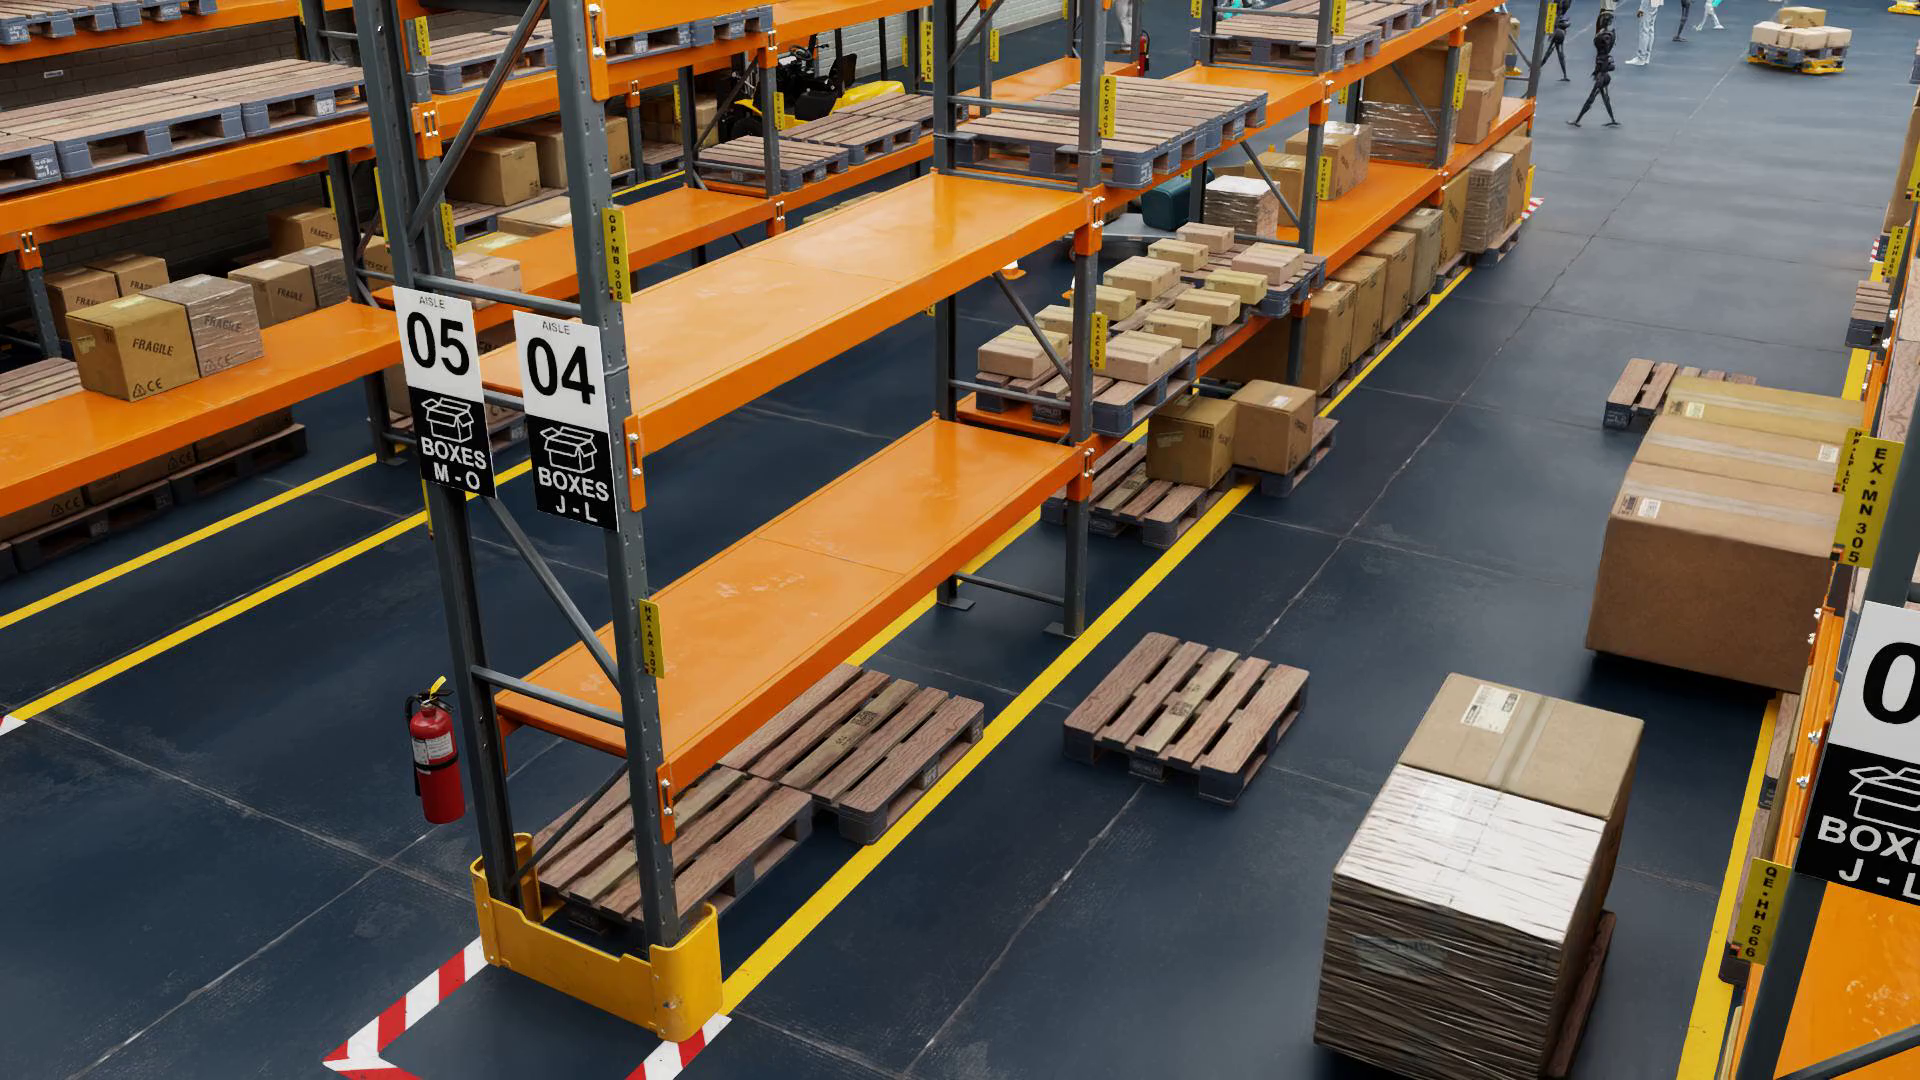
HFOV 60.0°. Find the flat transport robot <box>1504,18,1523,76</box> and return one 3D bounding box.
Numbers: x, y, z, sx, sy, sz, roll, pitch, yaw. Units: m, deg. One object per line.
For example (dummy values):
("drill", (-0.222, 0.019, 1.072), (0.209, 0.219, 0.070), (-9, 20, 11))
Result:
("flat transport robot", (8.587, -7.890, 27.736), (1.431, 0.231, 0.659), (2, 26, 3))

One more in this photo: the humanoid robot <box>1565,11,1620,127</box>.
("humanoid robot", (9.131, -6.700, 23.698), (0.787, 1.620, 0.608), (4, 26, 9))

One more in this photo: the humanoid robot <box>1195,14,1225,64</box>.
("humanoid robot", (3.498, -6.471, 23.170), (0.601, 1.646, 0.365), (15, 29, 28))

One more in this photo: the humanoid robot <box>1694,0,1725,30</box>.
("humanoid robot", (14.417, -10.559, 31.677), (0.828, 1.867, 0.546), (2, 26, 5))

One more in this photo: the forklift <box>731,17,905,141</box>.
("forklift", (-1.819, -5.975, 21.543), (2.313, 2.155, 1.214), (14, 29, 26))

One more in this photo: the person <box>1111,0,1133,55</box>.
("person", (2.946, -9.524, 29.268), (0.671, 1.904, 0.504), (-16, 30, -29))

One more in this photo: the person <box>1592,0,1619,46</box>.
("person", (11.768, -9.939, 30.038), (0.361, 1.964, 0.612), (1, 26, 1))

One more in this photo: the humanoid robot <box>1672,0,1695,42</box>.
("humanoid robot", (13.390, -10.027, 30.546), (0.329, 1.653, 0.590), (11, 28, 21))

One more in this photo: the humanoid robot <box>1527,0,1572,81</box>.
("humanoid robot", (9.682, -8.325, 27.051), (0.735, 1.631, 0.601), (12, 28, 24))

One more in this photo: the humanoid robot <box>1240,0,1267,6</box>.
("humanoid robot", (5.957, -11.922, 34.438), (0.911, 1.775, 0.543), (-6, 26, -13))

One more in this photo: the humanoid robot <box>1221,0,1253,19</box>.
("humanoid robot", (4.825, -9.434, 29.288), (0.798, 1.792, 0.544), (-16, 30, -30))

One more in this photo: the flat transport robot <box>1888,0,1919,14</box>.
("flat transport robot", (19.724, -10.968, 34.133), (1.431, 0.231, 0.659), (-18, 31, -33))

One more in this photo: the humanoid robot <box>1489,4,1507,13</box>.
("humanoid robot", (9.202, -9.002, 28.401), (0.540, 1.815, 0.767), (-19, 31, -34))

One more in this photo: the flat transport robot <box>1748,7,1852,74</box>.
("flat transport robot", (14.150, -8.116, 28.207), (0.659, 0.231, 1.431), (-11, 28, -22))

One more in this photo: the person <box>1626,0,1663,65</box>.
("person", (11.742, -9.088, 28.324), (0.392, 1.921, 0.590), (21, 33, 37))
